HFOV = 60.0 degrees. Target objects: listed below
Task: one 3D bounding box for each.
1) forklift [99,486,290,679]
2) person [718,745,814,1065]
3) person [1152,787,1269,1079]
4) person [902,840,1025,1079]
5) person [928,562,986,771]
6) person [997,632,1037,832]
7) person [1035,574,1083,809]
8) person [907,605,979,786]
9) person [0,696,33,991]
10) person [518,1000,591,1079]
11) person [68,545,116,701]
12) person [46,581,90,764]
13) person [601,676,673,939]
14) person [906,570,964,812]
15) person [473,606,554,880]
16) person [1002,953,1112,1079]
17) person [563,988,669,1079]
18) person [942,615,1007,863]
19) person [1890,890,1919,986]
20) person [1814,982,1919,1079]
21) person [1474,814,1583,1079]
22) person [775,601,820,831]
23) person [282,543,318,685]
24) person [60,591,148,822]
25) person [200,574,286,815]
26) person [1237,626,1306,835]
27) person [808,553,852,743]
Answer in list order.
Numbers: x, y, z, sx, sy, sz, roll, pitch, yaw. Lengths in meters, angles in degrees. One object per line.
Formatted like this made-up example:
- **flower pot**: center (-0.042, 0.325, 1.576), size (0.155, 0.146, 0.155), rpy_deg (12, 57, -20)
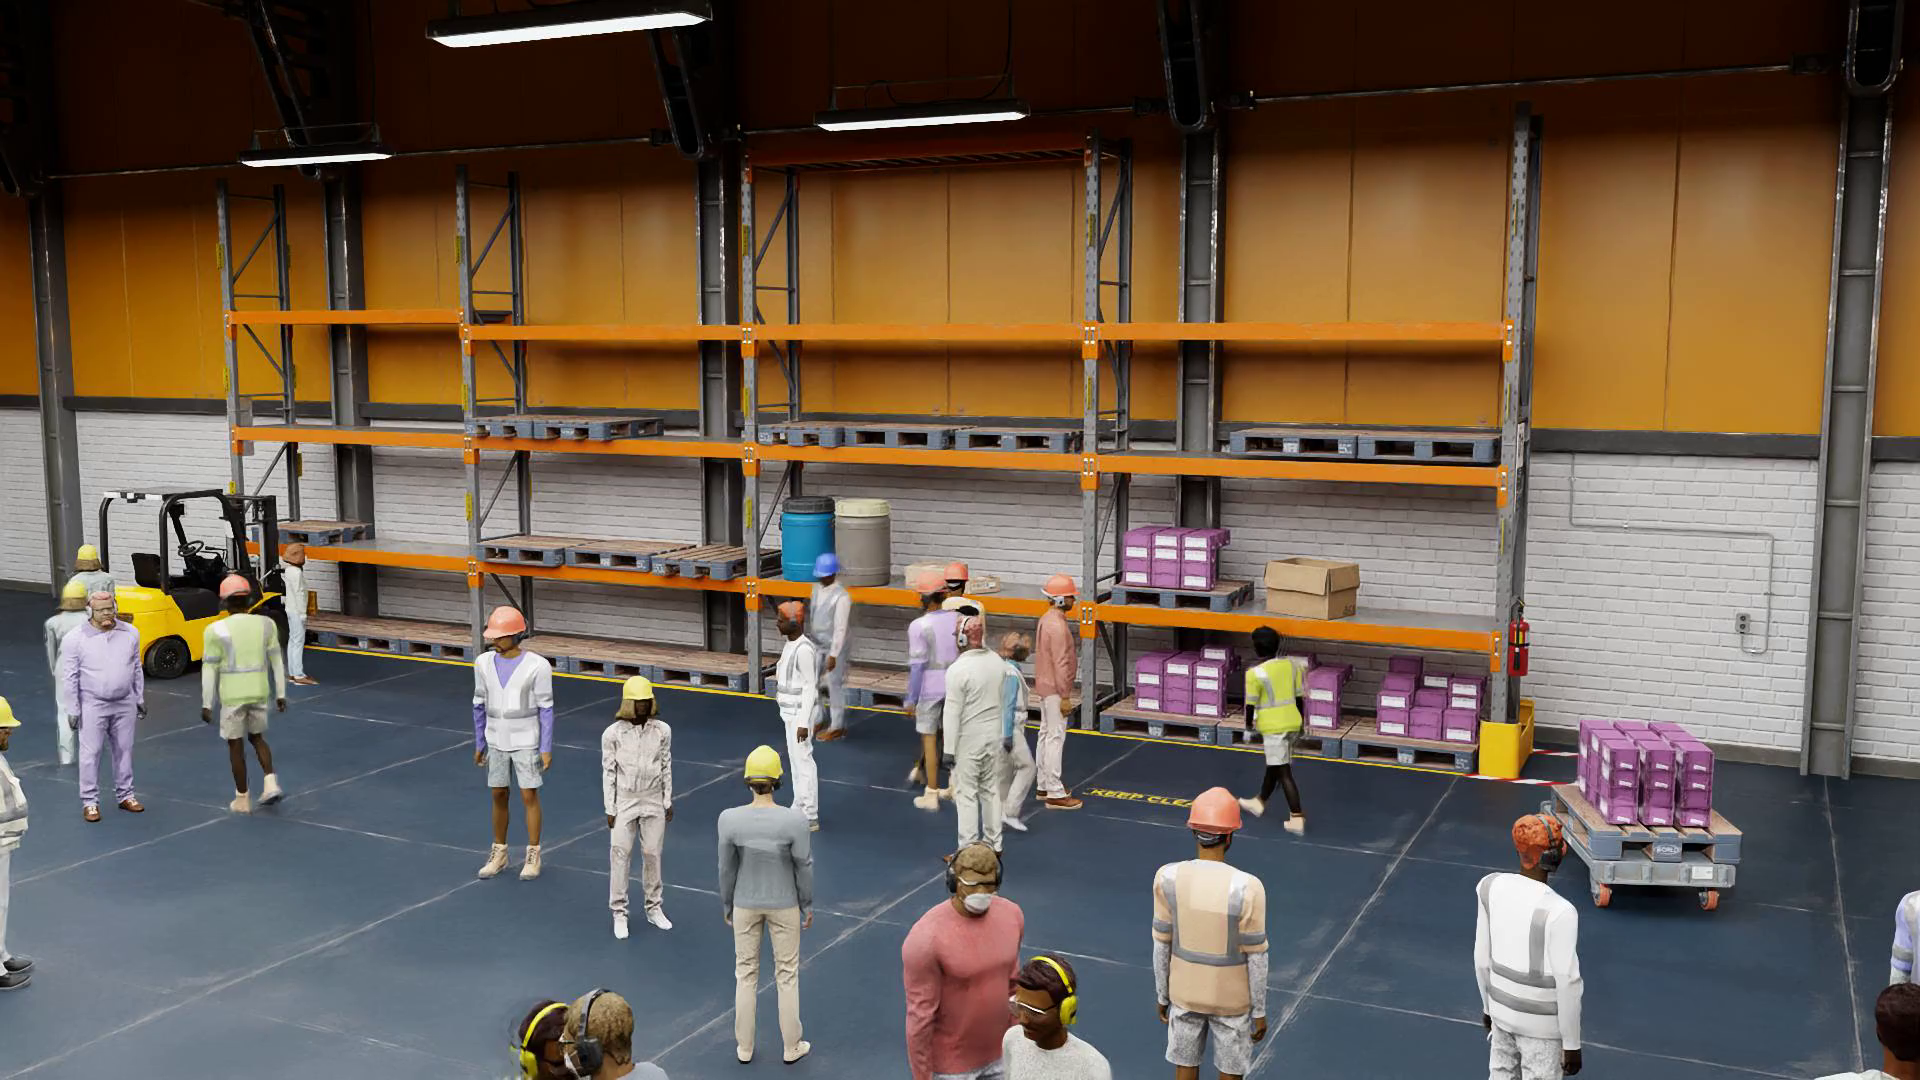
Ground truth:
- **forklift**: center (-9.426, 0.454, 20.179), size (1.214, 2.155, 2.313), rpy_deg (3, 8, 26)
- **person**: center (-1.062, 2.001, 9.134), size (0.525, 1.772, 0.305), rpy_deg (0, 7, 4)
- **person**: center (1.159, 2.094, 7.671), size (0.543, 1.939, 0.361), rpy_deg (3, 8, 26)
- **person**: center (0.036, 2.184, 6.951), size (0.629, 1.935, 0.371), rpy_deg (-6, 9, -42)
- **person**: center (-0.031, 1.167, 15.371), size (0.542, 1.929, 0.374), rpy_deg (0, 7, -3)
- **person**: center (0.433, 1.550, 13.455), size (0.415, 1.622, 0.519), rpy_deg (-1, 7, -7)
- **person**: center (0.831, 1.278, 14.176), size (0.383, 1.996, 0.609), rpy_deg (-1, 7, -10)
- **person**: center (-0.146, 1.394, 14.658), size (0.636, 1.649, 0.540), rpy_deg (-4, 8, -28)
- **person**: center (-5.926, 1.850, 10.189), size (0.403, 1.819, 0.601), rpy_deg (-4, 8, -29)
- **person**: center (-1.333, 2.407, 5.562), size (0.963, 1.811, 0.500), rpy_deg (5, 8, 35)
- **person**: center (-9.478, 0.918, 18.182), size (0.289, 1.745, 0.485), rpy_deg (6, 9, 41)
- **person**: center (-8.369, 1.235, 15.756), size (0.489, 1.697, 0.904), rpy_deg (-2, 7, -20)
- **person**: center (-2.147, 1.771, 11.133), size (0.488, 1.746, 0.289), rpy_deg (-4, 8, -31)
- **person**: center (-0.210, 1.266, 14.107), size (0.618, 2.038, 0.400), rpy_deg (-6, 9, -41)
- **person**: center (-3.298, 1.492, 12.244), size (0.607, 2.039, 0.395), rpy_deg (1, 7, 11)
- **person**: center (0.316, 2.354, 5.853), size (0.327, 1.862, 0.511), rpy_deg (-6, 9, -43)
- **person**: center (-1.108, 2.385, 5.343), size (0.391, 1.927, 0.638), rpy_deg (1, 7, 11)
- **person**: center (0.082, 1.516, 12.638), size (0.397, 1.900, 0.635), rpy_deg (5, 9, 37)
- **person**: center (4.324, 2.153, 7.188), size (0.364, 1.935, 0.553), rpy_deg (-4, 8, -32)
- **person**: center (3.019, 2.383, 5.381), size (0.597, 1.914, 0.369), rpy_deg (3, 8, 24)
- **person**: center (2.550, 2.150, 7.442), size (0.355, 1.883, 0.574), rpy_deg (-3, 8, -26)
- **person**: center (-1.317, 1.420, 13.461), size (0.337, 1.882, 0.584), rpy_deg (-2, 7, -17)
- **person**: center (-7.638, 0.850, 19.200), size (0.286, 1.633, 0.499), rpy_deg (-5, 8, -34)
- **person**: center (-7.087, 1.365, 13.834), size (0.403, 1.906, 0.652), rpy_deg (6, 9, 39)
- **person**: center (-6.012, 1.295, 13.939), size (0.491, 2.019, 0.650), rpy_deg (6, 9, 41)
- **person**: center (2.538, 1.519, 13.536), size (0.544, 1.650, 0.807), rpy_deg (-5, 9, -36)
- **person**: center (-1.317, 1.070, 16.250), size (0.577, 1.911, 0.644), rpy_deg (-6, 9, -40)
